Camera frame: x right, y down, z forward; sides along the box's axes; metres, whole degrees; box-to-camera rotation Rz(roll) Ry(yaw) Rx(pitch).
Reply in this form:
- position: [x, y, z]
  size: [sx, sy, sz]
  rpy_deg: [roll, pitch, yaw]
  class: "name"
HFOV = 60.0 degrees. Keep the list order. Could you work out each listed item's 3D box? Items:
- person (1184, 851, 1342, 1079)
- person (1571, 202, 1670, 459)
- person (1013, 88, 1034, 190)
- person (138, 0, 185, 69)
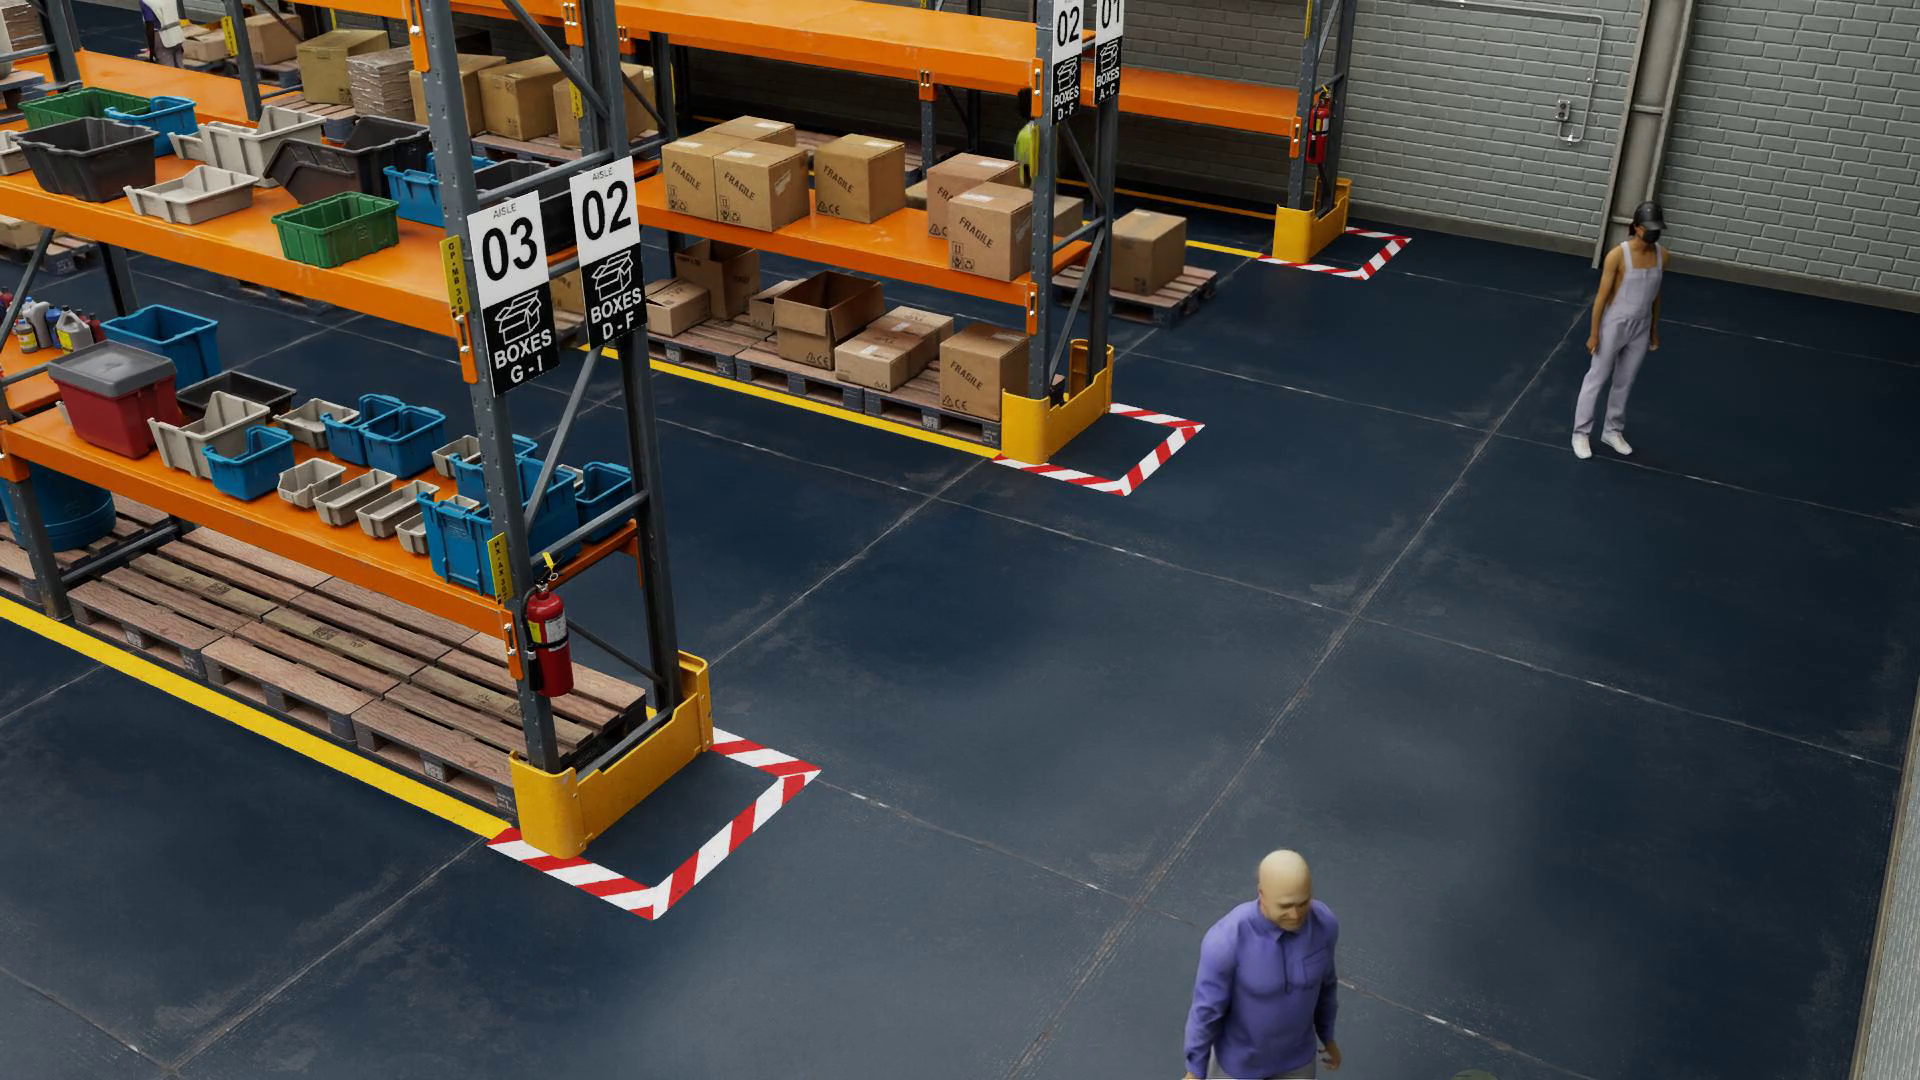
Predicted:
- position: [1.048, 1.794, 5.844]
  size: [0.609, 1.797, 0.381]
  rpy_deg: [-10, 31, -17]
  class: "person"
- position: [4.652, -1.448, 11.594]
  size: [0.529, 1.861, 0.384]
  rpy_deg: [-6, 30, -10]
  class: "person"
- position: [0.574, -3.265, 15.069]
  size: [0.889, 1.649, 0.543]
  rpy_deg: [13, 32, 22]
  class: "person"
- position: [-9.215, -5.744, 19.334]
  size: [0.394, 1.837, 0.558]
  rpy_deg: [5, 30, 10]
  class: "person"
